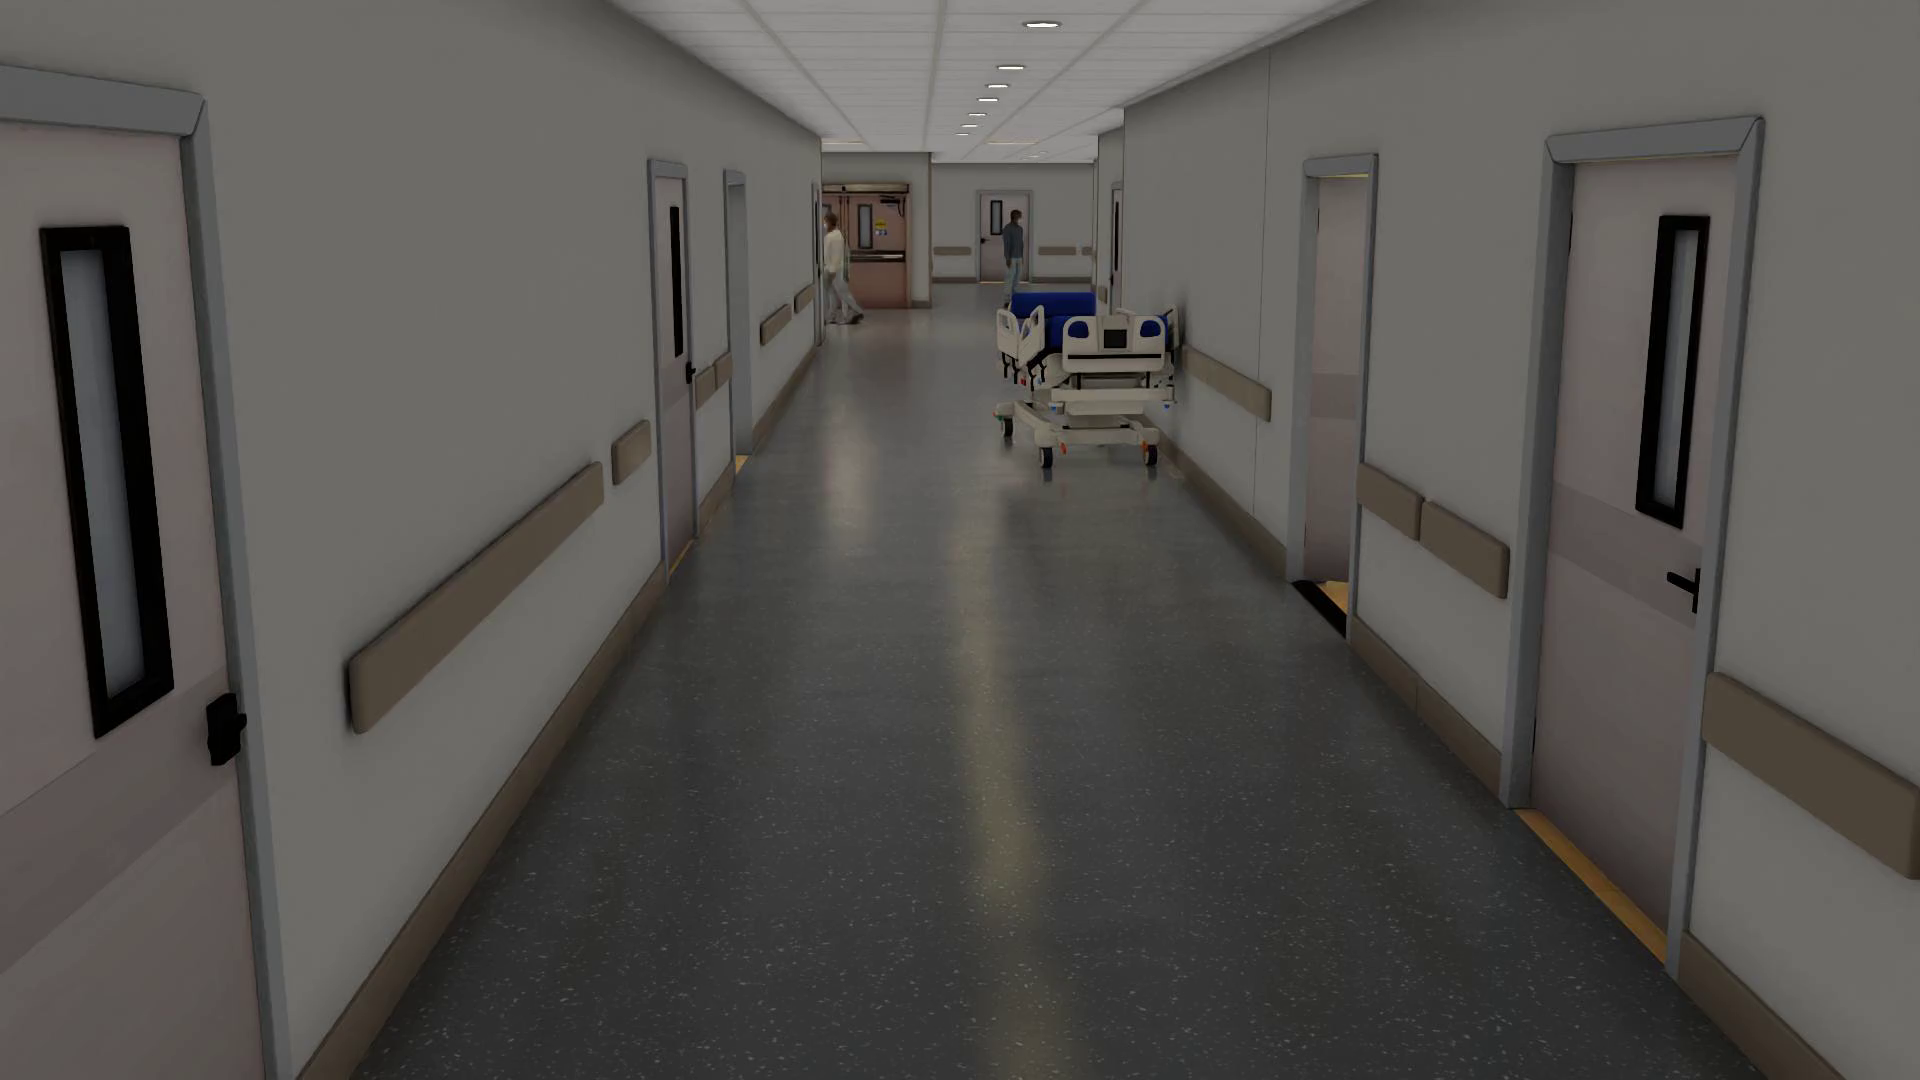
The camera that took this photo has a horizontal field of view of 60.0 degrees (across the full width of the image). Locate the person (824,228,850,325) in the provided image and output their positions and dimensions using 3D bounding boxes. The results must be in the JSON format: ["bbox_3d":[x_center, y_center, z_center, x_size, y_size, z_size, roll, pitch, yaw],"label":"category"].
[{"bbox_3d":[-2.092,-4.504,28.418,0.515,1.641,0.314,8,14,35],"label":"person"}]

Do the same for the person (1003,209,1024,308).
[{"bbox_3d":[1.060,-5.534,32.742,0.375,1.932,0.629,7,14,32],"label":"person"}]

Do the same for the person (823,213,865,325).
[{"bbox_3d":[-2.094,-4.579,28.167,0.961,1.910,0.633,-6,13,-25],"label":"person"}]
